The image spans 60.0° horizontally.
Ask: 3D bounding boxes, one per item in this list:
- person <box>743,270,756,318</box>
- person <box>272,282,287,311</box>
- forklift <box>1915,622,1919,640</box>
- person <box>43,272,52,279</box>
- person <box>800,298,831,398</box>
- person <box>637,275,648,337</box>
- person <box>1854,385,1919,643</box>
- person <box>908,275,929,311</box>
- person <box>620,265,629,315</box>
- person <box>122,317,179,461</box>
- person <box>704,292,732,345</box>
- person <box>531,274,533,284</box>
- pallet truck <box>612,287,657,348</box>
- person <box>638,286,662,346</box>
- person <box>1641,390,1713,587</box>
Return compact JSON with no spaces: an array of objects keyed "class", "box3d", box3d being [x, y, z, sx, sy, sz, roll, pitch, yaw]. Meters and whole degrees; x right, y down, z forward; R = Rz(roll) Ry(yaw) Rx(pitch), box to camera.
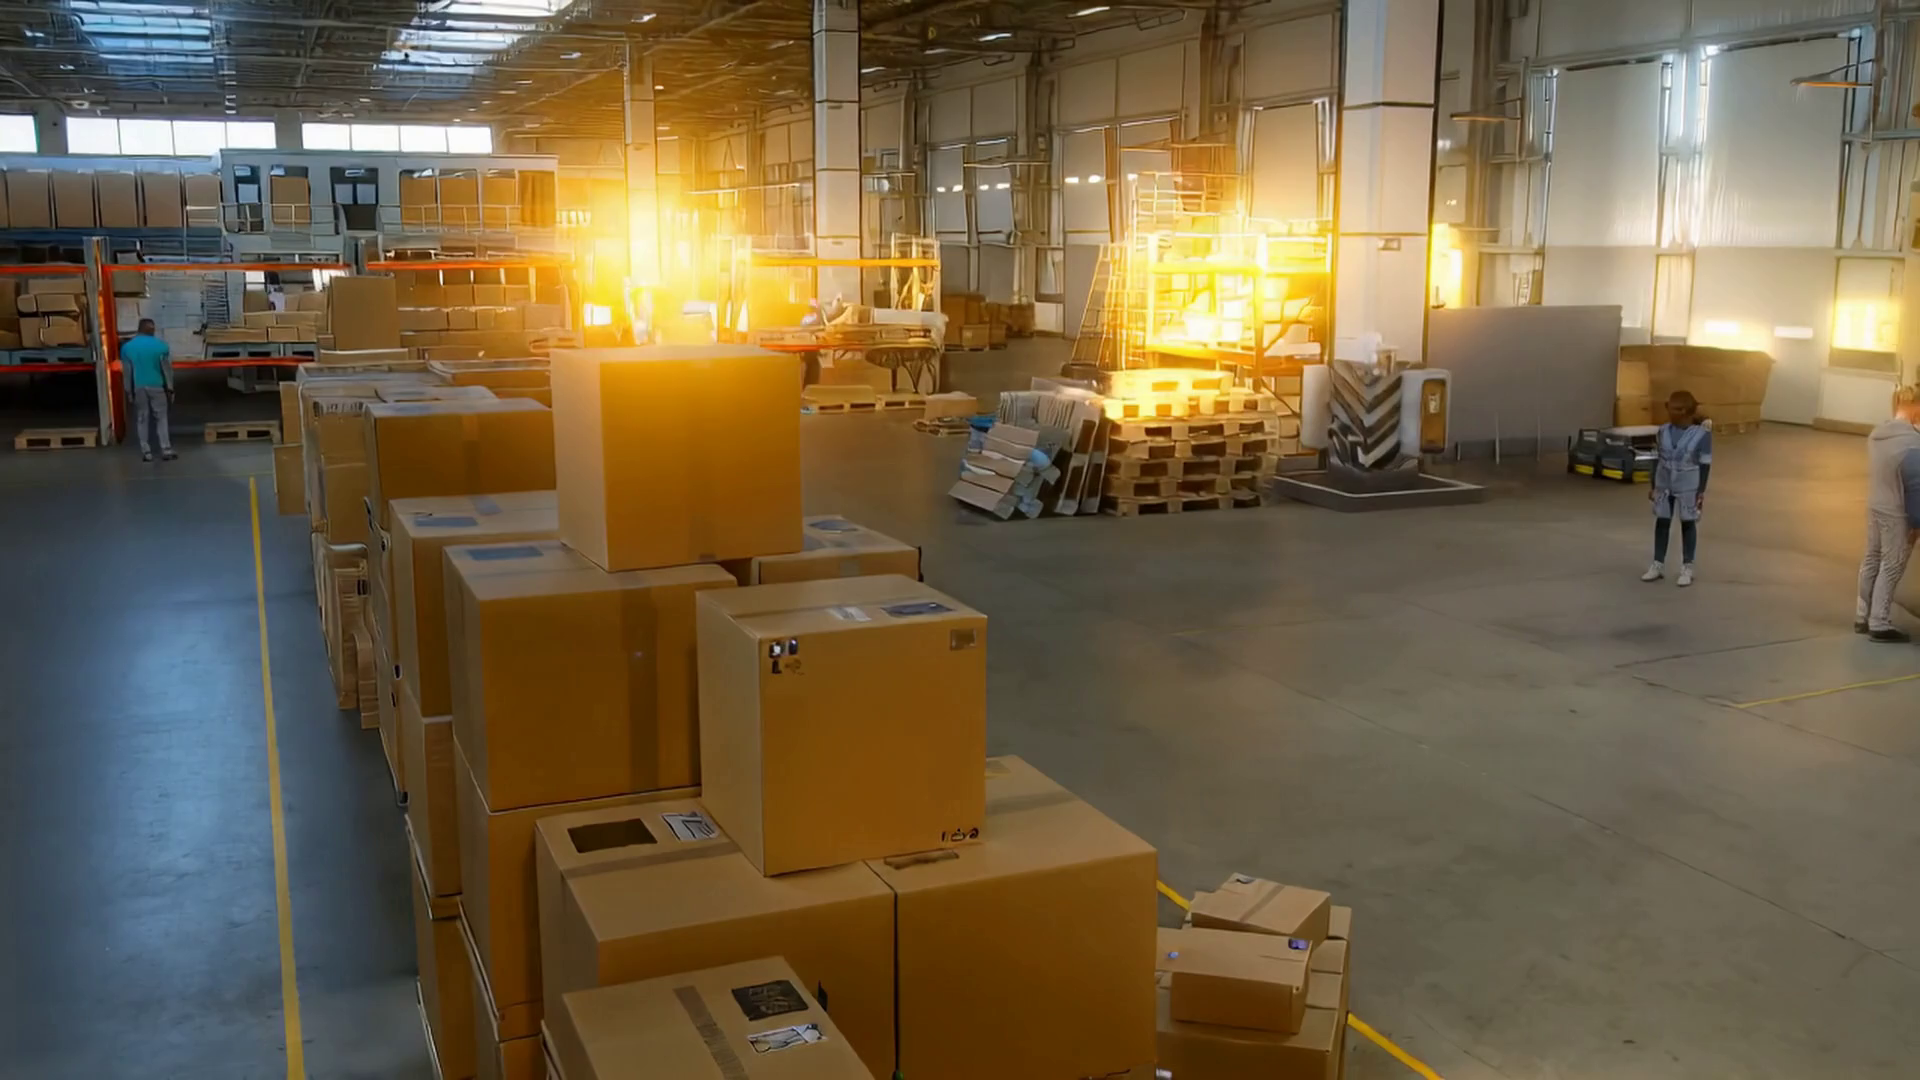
[{"class":"person","box3d":[-7.968,-9.264,62.711,0.429,1.826,0.650,8,13,36]},{"class":"person","box3d":[-18.482,-6.093,45.214,1.002,1.821,0.535,6,12,31]},{"class":"forklift","box3d":[7.536,-0.447,11.148,1.129,2.768,1.873,1,10,8]},{"class":"person","box3d":[-29.182,-7.626,53.347,0.629,1.925,0.894,3,11,18]},{"class":"person","box3d":[-2.696,-3.568,31.088,0.717,1.884,0.592,3,11,19]},{"class":"person","box3d":[-9.524,-6.973,49.769,0.559,1.919,0.622,5,12,27]},{"class":"person","box3d":[6.944,-0.187,12.359,0.387,1.927,0.639,0,10,0]},{"class":"person","box3d":[-1.215,-6.890,49.342,0.589,1.907,0.585,4,11,20]},{"class":"person","box3d":[-12.963,-9.727,64.870,0.608,1.943,0.402,2,11,12]},{"class":"person","box3d":[-10.923,-2.024,22.439,0.629,1.940,0.379,0,10,-1]},{"class":"person","box3d":[-5.402,-4.652,37.224,0.654,1.825,0.634,-2,10,-11]},{"class":"person","box3d":[-15.877,-9.155,62.305,0.522,1.721,0.587,9,13,40]},{"class":"pallet truck","box3d":[-6.464,-4.406,35.401,0.823,1.965,1.885,6,12,32]},{"class":"person","box3d":[-7.016,-4.753,37.529,0.487,1.920,0.644,5,12,28]},{"class":"person","box3d":[6.222,-0.450,14.430,0.318,1.696,0.537,-10,14,-43]}]
